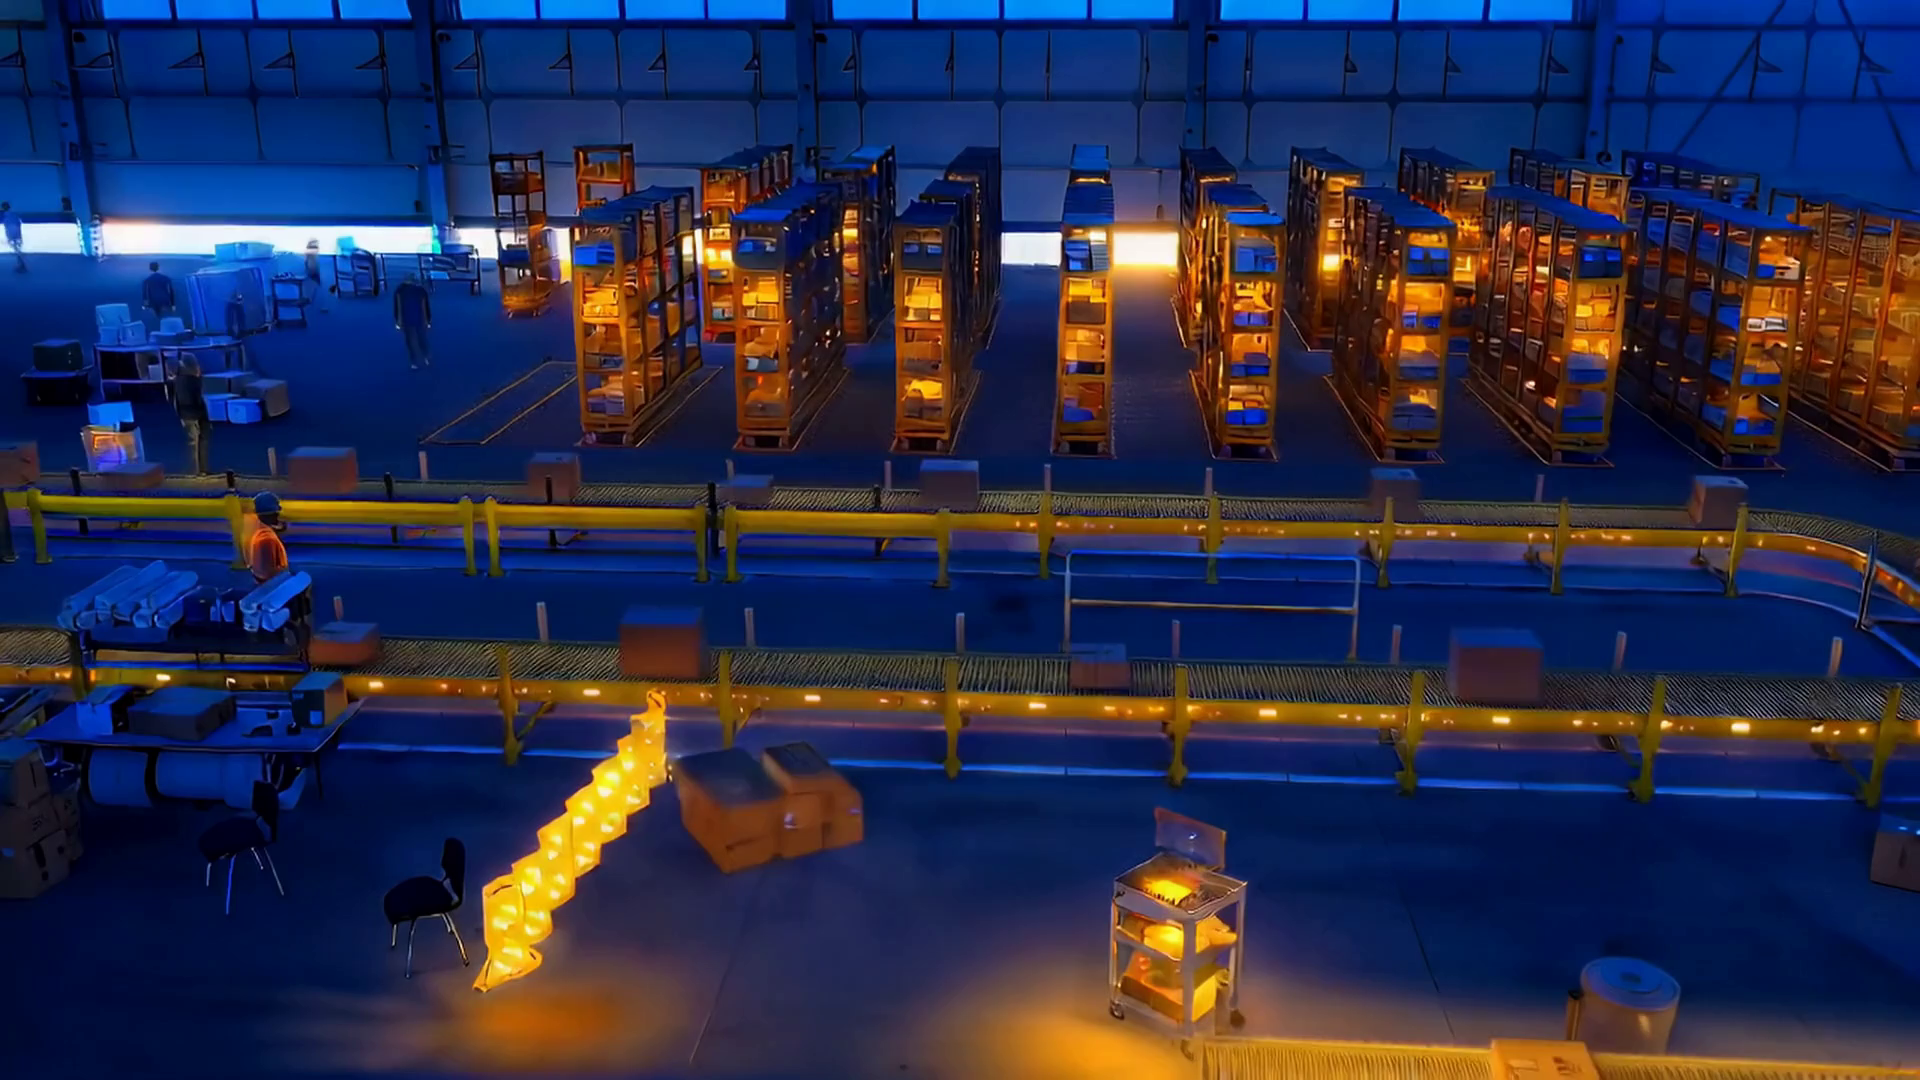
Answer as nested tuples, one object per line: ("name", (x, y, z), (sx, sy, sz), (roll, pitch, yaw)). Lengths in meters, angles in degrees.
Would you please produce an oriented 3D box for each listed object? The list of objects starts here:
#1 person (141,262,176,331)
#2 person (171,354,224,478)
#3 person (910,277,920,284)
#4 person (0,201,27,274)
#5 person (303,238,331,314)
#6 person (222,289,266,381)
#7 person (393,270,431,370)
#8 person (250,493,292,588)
("person", (-16.481, -4.865, 34.220), (0.928, 1.694, 0.570), (12, 21, 33))
("person", (-11.141, -1.807, 24.292), (0.601, 1.831, 0.404), (4, 18, 12))
("person", (-0.899, -5.719, 36.701), (0.404, 1.836, 0.590), (-5, 18, -16))
("person", (-24.873, -7.906, 43.542), (0.777, 1.905, 0.548), (3, 18, 10))
("person", (-14.650, -5.959, 37.636), (0.493, 1.712, 0.648), (10, 20, 29))
("person", (-13.183, -3.699, 30.377), (0.937, 1.785, 0.596), (-1, 18, -2))
("person", (-10.465, -4.197, 31.777), (0.643, 1.895, 0.414), (-10, 20, -29))
("person", (-6.957, 0.468, 16.888), (0.406, 1.945, 0.614), (-8, 19, -24))
